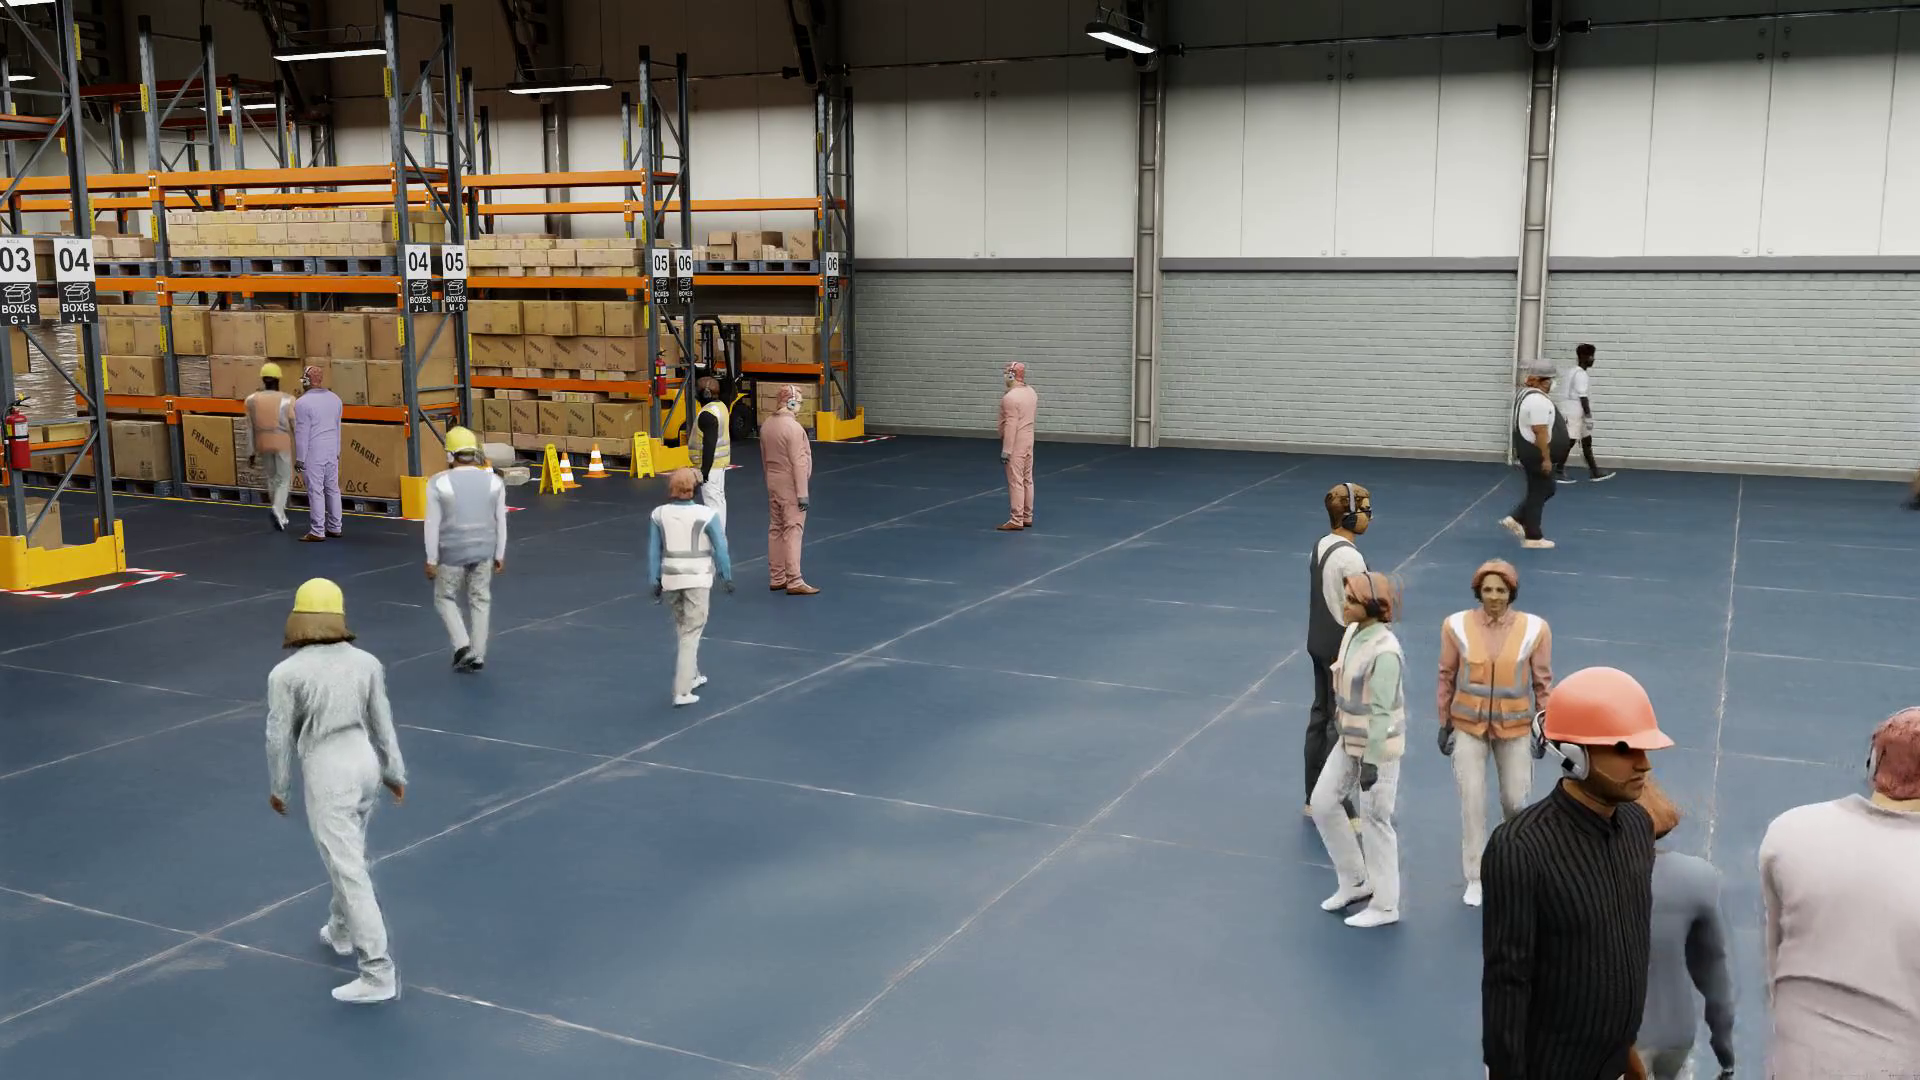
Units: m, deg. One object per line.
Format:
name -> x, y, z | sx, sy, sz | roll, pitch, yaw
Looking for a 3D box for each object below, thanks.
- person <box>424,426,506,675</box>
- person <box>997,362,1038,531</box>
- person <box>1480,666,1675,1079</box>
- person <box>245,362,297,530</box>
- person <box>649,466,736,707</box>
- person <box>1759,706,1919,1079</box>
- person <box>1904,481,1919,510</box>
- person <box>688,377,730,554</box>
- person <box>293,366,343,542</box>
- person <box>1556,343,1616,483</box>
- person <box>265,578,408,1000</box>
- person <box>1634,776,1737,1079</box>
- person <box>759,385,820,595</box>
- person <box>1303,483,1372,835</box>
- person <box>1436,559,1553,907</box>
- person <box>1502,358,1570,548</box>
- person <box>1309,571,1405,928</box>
person -> -3.578, 0.089, 12.029 | 0.616, 1.822, 0.421 | -7, 12, -37
person -> 0.623, -1.061, 18.822 | 0.403, 1.911, 0.637 | 5, 10, 27
person -> 1.518, 1.289, 4.140 | 0.611, 1.997, 0.382 | -7, 11, -35
person -> -7.784, -1.062, 18.843 | 0.615, 1.913, 0.734 | 0, 9, -3
person -> -1.810, 0.299, 11.385 | 0.517, 1.611, 0.728 | 4, 10, 21
person -> 2.359, 1.335, 4.230 | 0.718, 1.881, 0.648 | -7, 12, -37
person -> 12.013, -1.260, 20.116 | 0.973, 1.895, 0.548 | 0, 9, 3
person -> -2.602, -0.769, 17.256 | 0.429, 1.846, 0.630 | 0, 9, 2
person -> -6.985, -0.934, 18.050 | 0.407, 1.908, 0.641 | 3, 10, 19
person -> 8.625, -1.725, 22.835 | 0.914, 1.923, 0.613 | 2, 10, 14
person -> -2.556, 1.005, 6.896 | 0.819, 1.670, 0.510 | 6, 11, 33
person -> 1.913, 1.403, 4.708 | 0.546, 1.575, 0.880 | -2, 10, -13
person -> -1.544, -0.455, 15.130 | 0.407, 1.903, 0.639 | -6, 11, -35
person -> 2.002, 0.617, 8.725 | 0.345, 1.846, 0.508 | -2, 10, -13
person -> 2.515, 0.876, 7.842 | 0.520, 1.622, 0.539 | 4, 10, 21
person -> 6.139, -0.918, 17.542 | 0.541, 2.000, 0.692 | 2, 10, 14
person -> 1.787, 0.939, 7.431 | 0.450, 1.621, 0.551 | -1, 9, -6
